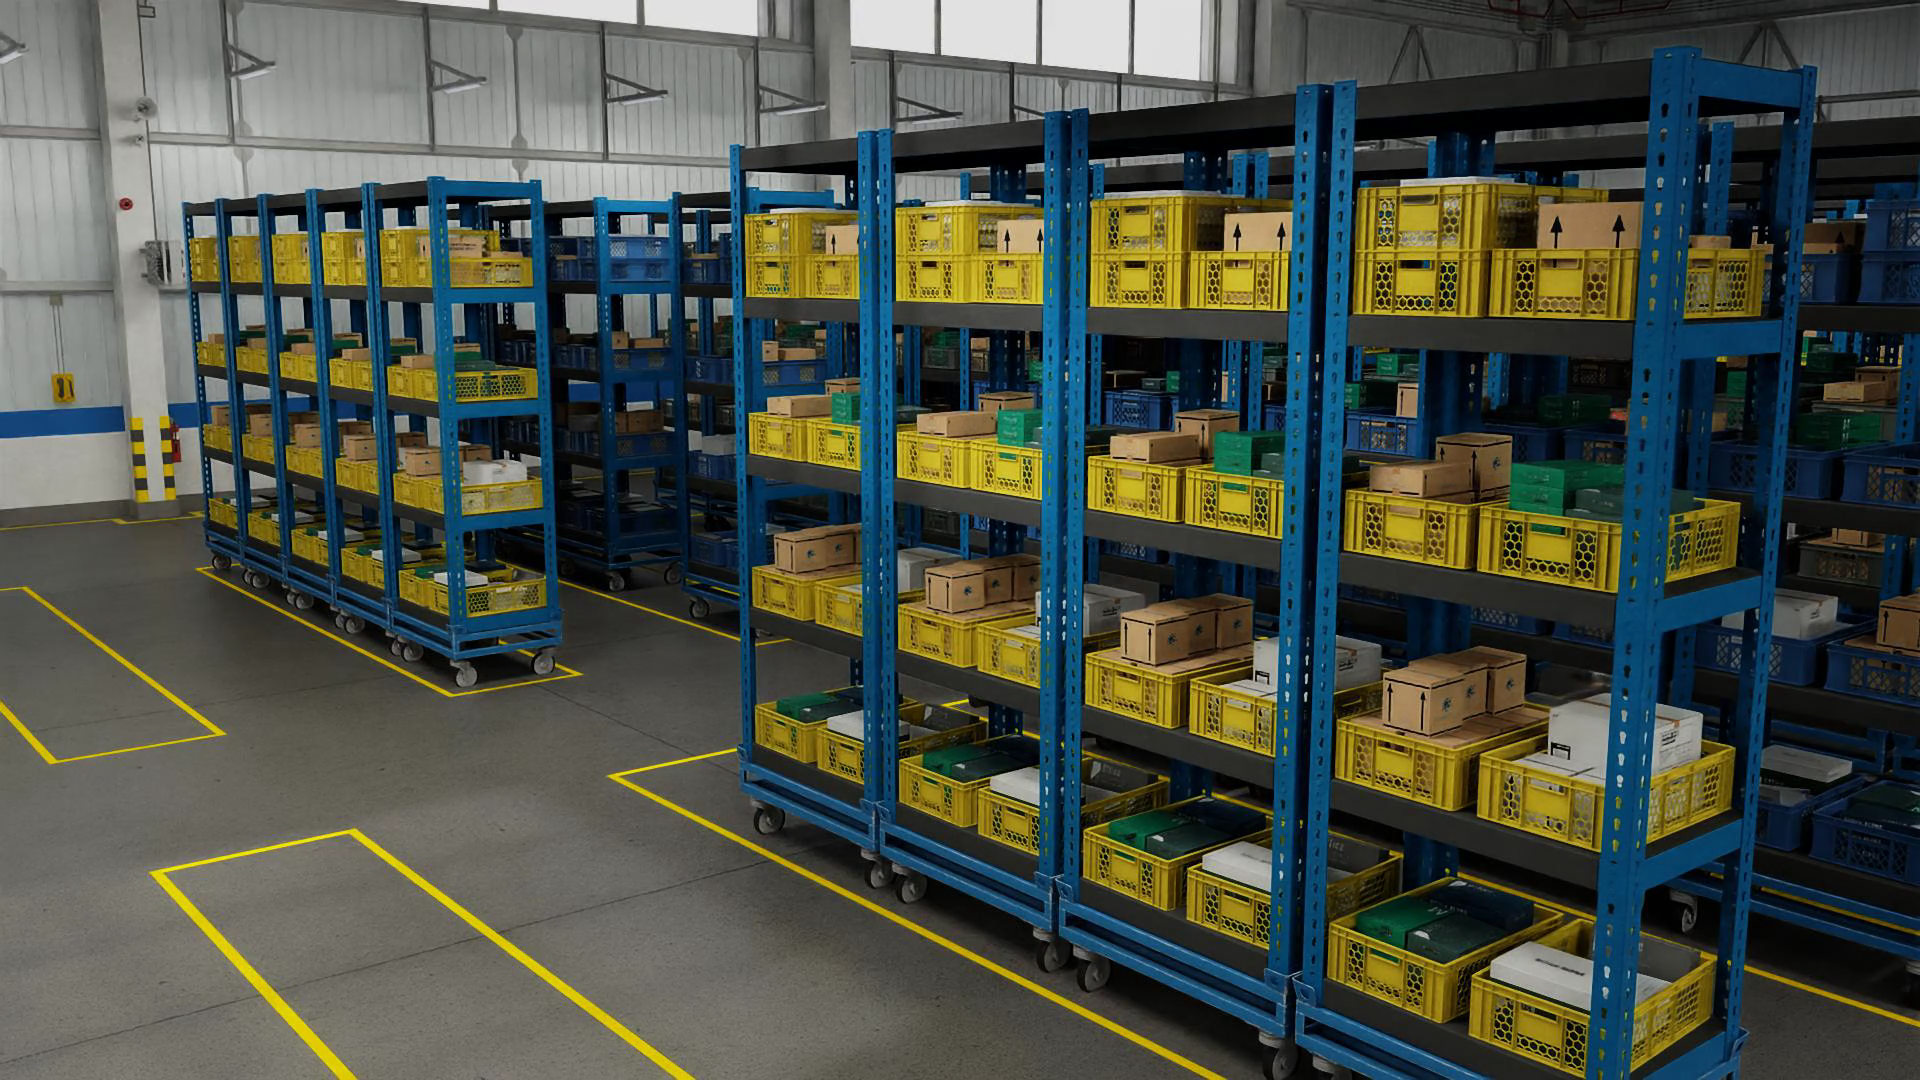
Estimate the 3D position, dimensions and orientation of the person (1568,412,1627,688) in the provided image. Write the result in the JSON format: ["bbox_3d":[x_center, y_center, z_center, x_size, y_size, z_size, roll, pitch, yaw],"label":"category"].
[{"bbox_3d":[4.646,0.087,11.757,0.508,1.980,0.638,9,13,44],"label":"person"}]
